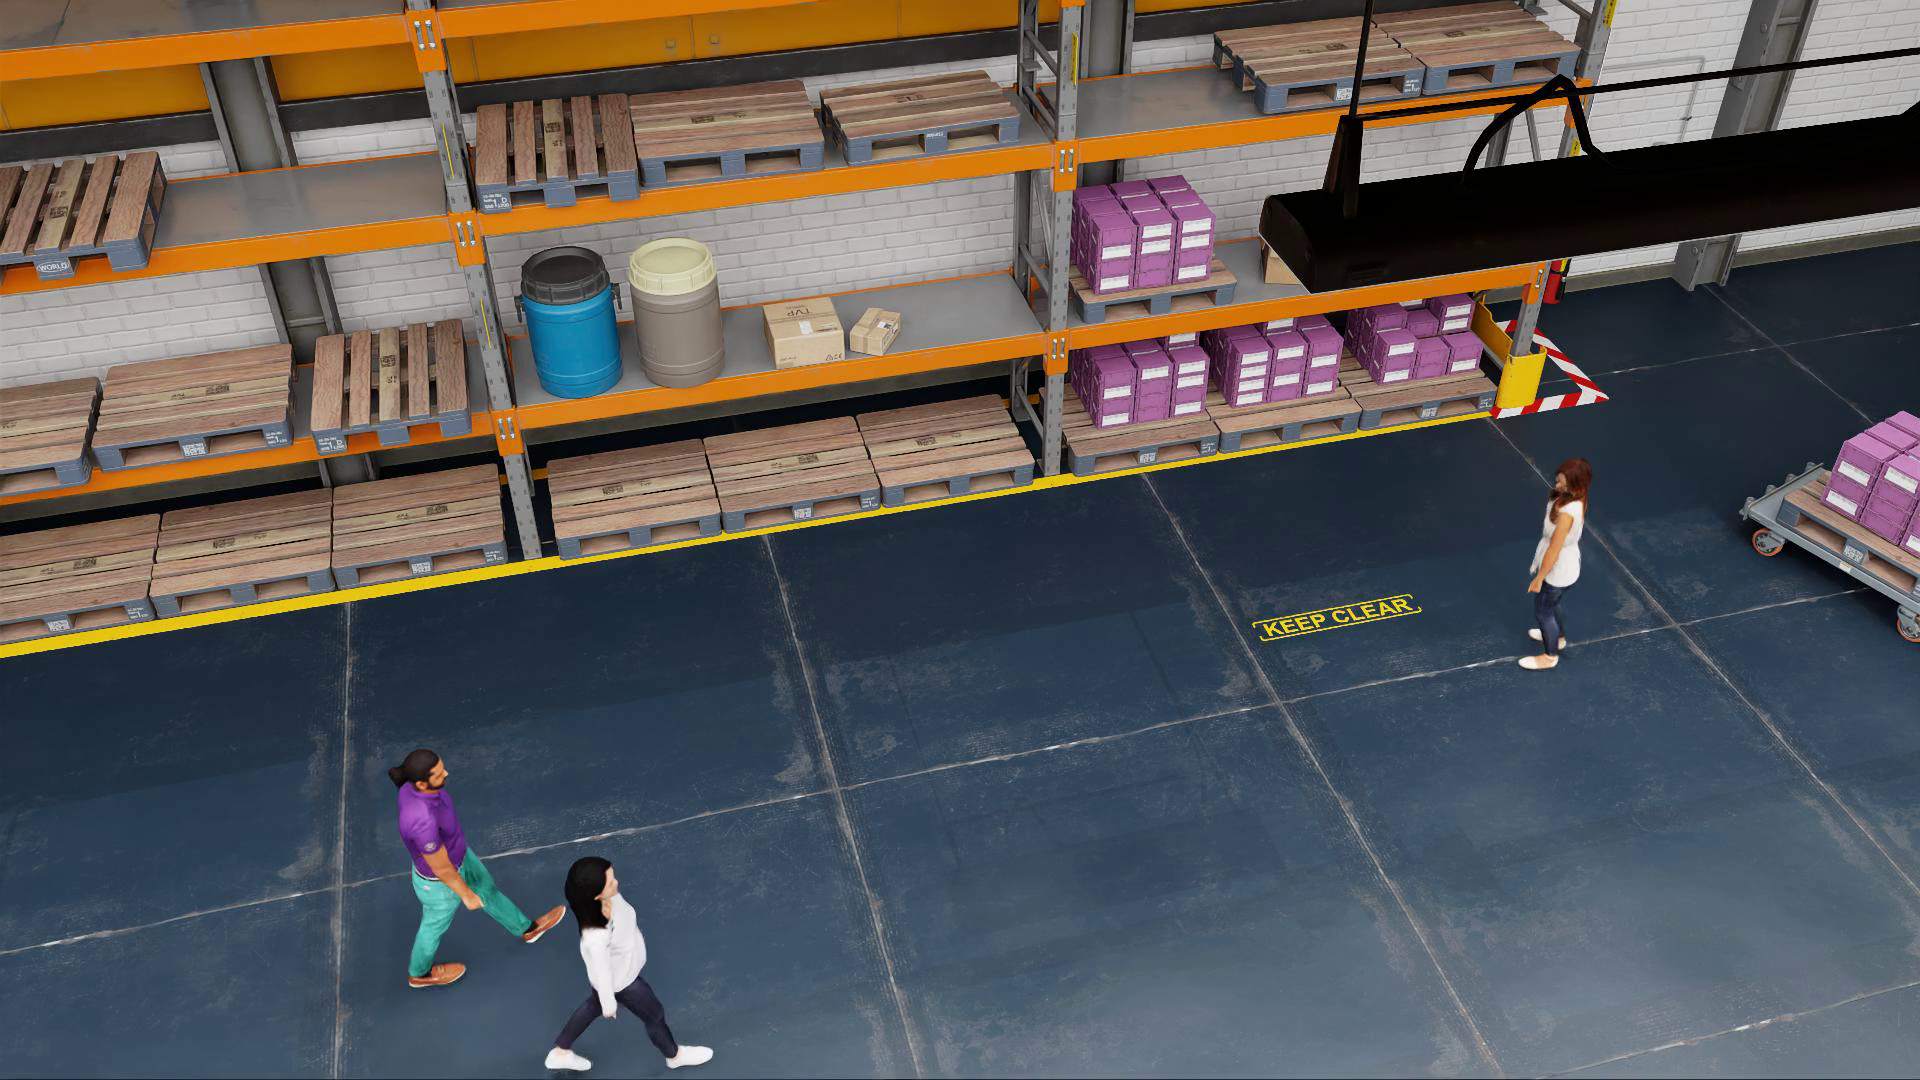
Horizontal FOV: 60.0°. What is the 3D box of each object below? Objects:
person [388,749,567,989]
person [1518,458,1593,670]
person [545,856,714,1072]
[{"bbox_3d":[-2.837,1.779,8.795,1.102,1.726,0.631,-10,40,-12],"label":"person"},{"bbox_3d":[3.941,0.167,10.797,0.830,1.748,0.807,24,44,27],"label":"person"},{"bbox_3d":[-1.826,2.172,8.351,1.070,1.666,0.612,-9,39,-11],"label":"person"}]
